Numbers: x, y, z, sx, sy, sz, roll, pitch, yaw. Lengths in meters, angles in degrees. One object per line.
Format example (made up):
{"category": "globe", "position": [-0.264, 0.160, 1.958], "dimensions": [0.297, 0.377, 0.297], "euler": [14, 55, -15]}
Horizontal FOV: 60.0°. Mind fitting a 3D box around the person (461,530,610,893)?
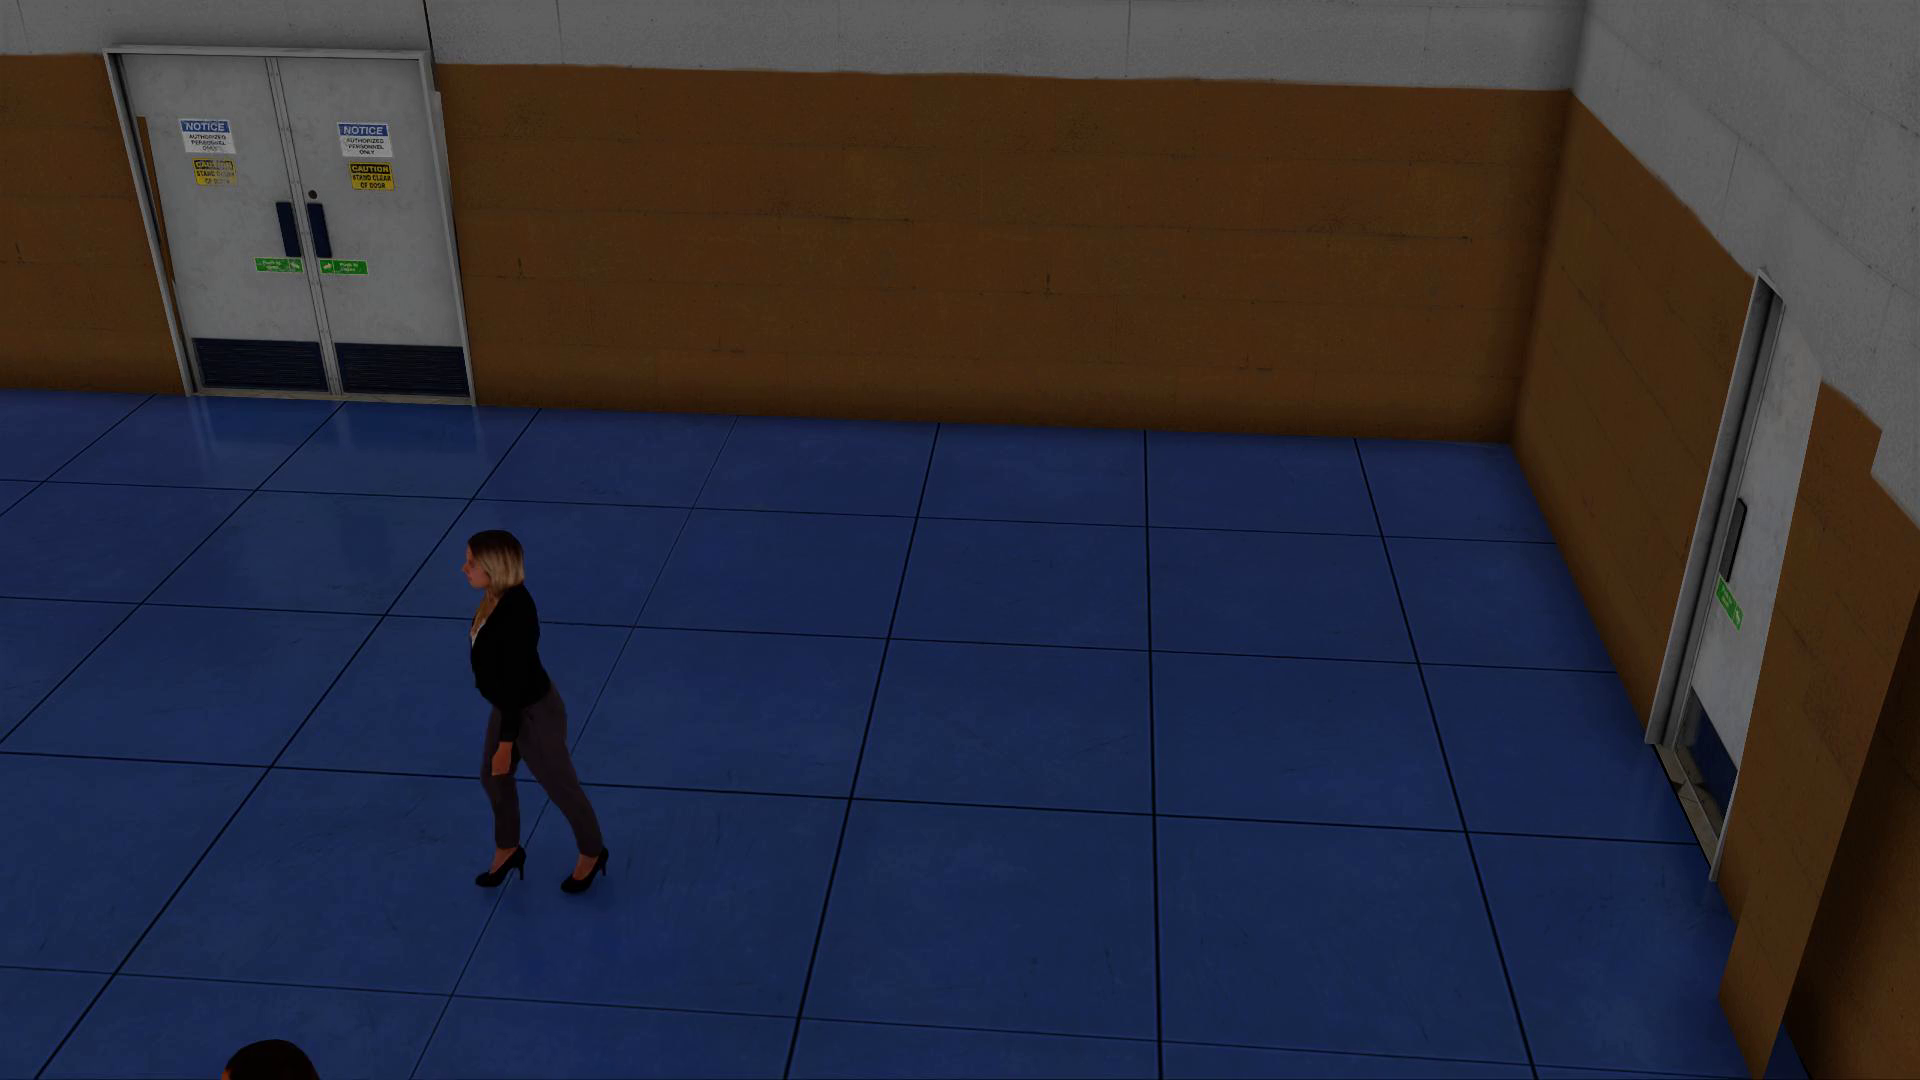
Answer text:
{"category": "person", "position": [-1.566, 0.690, 6.443], "dimensions": [0.860, 1.653, 0.819], "euler": [-15, 32, -26]}
